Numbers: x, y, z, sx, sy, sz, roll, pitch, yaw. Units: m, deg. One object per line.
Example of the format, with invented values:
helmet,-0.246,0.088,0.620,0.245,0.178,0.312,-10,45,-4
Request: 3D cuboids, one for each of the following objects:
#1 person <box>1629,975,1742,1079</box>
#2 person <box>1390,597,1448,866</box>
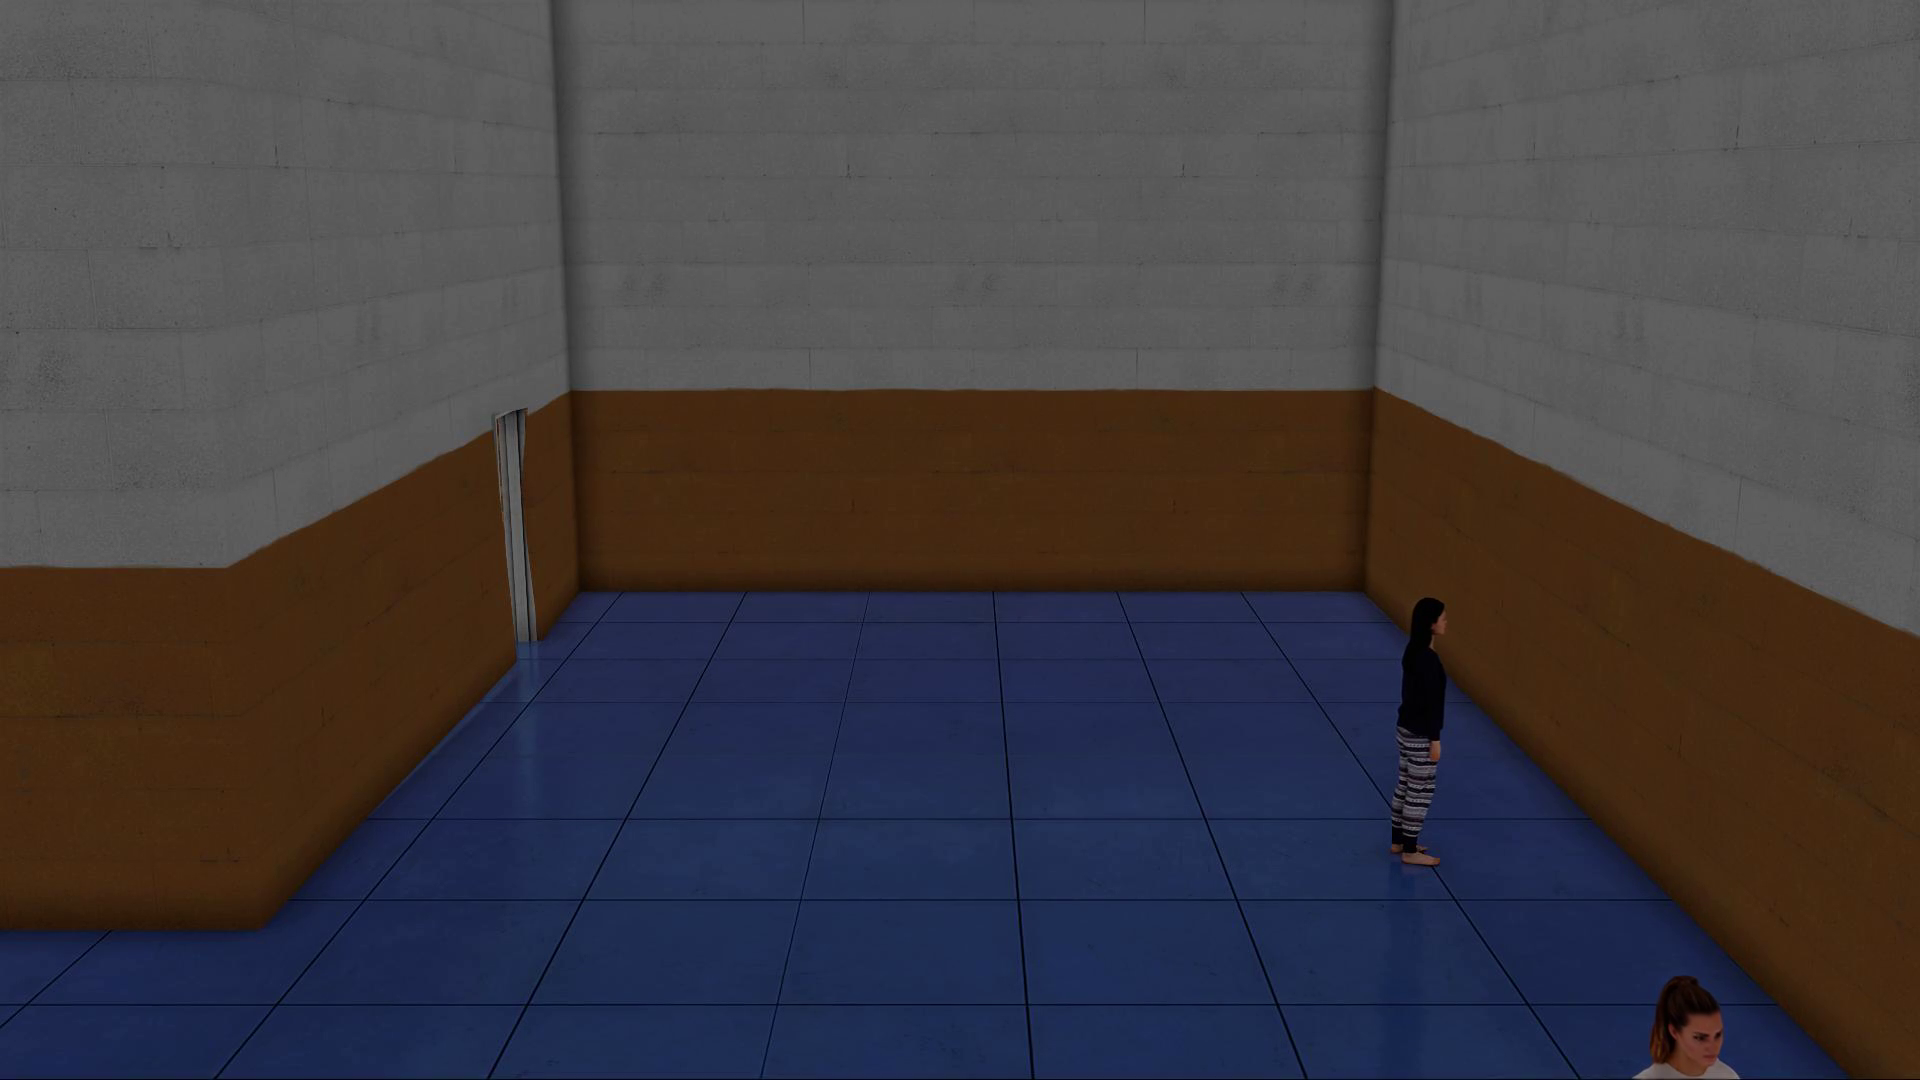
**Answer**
person,2.377,2.285,5.567,0.546,1.719,0.719,-3,12,-15
person,2.938,1.208,10.647,0.527,1.733,0.621,-1,12,-5
